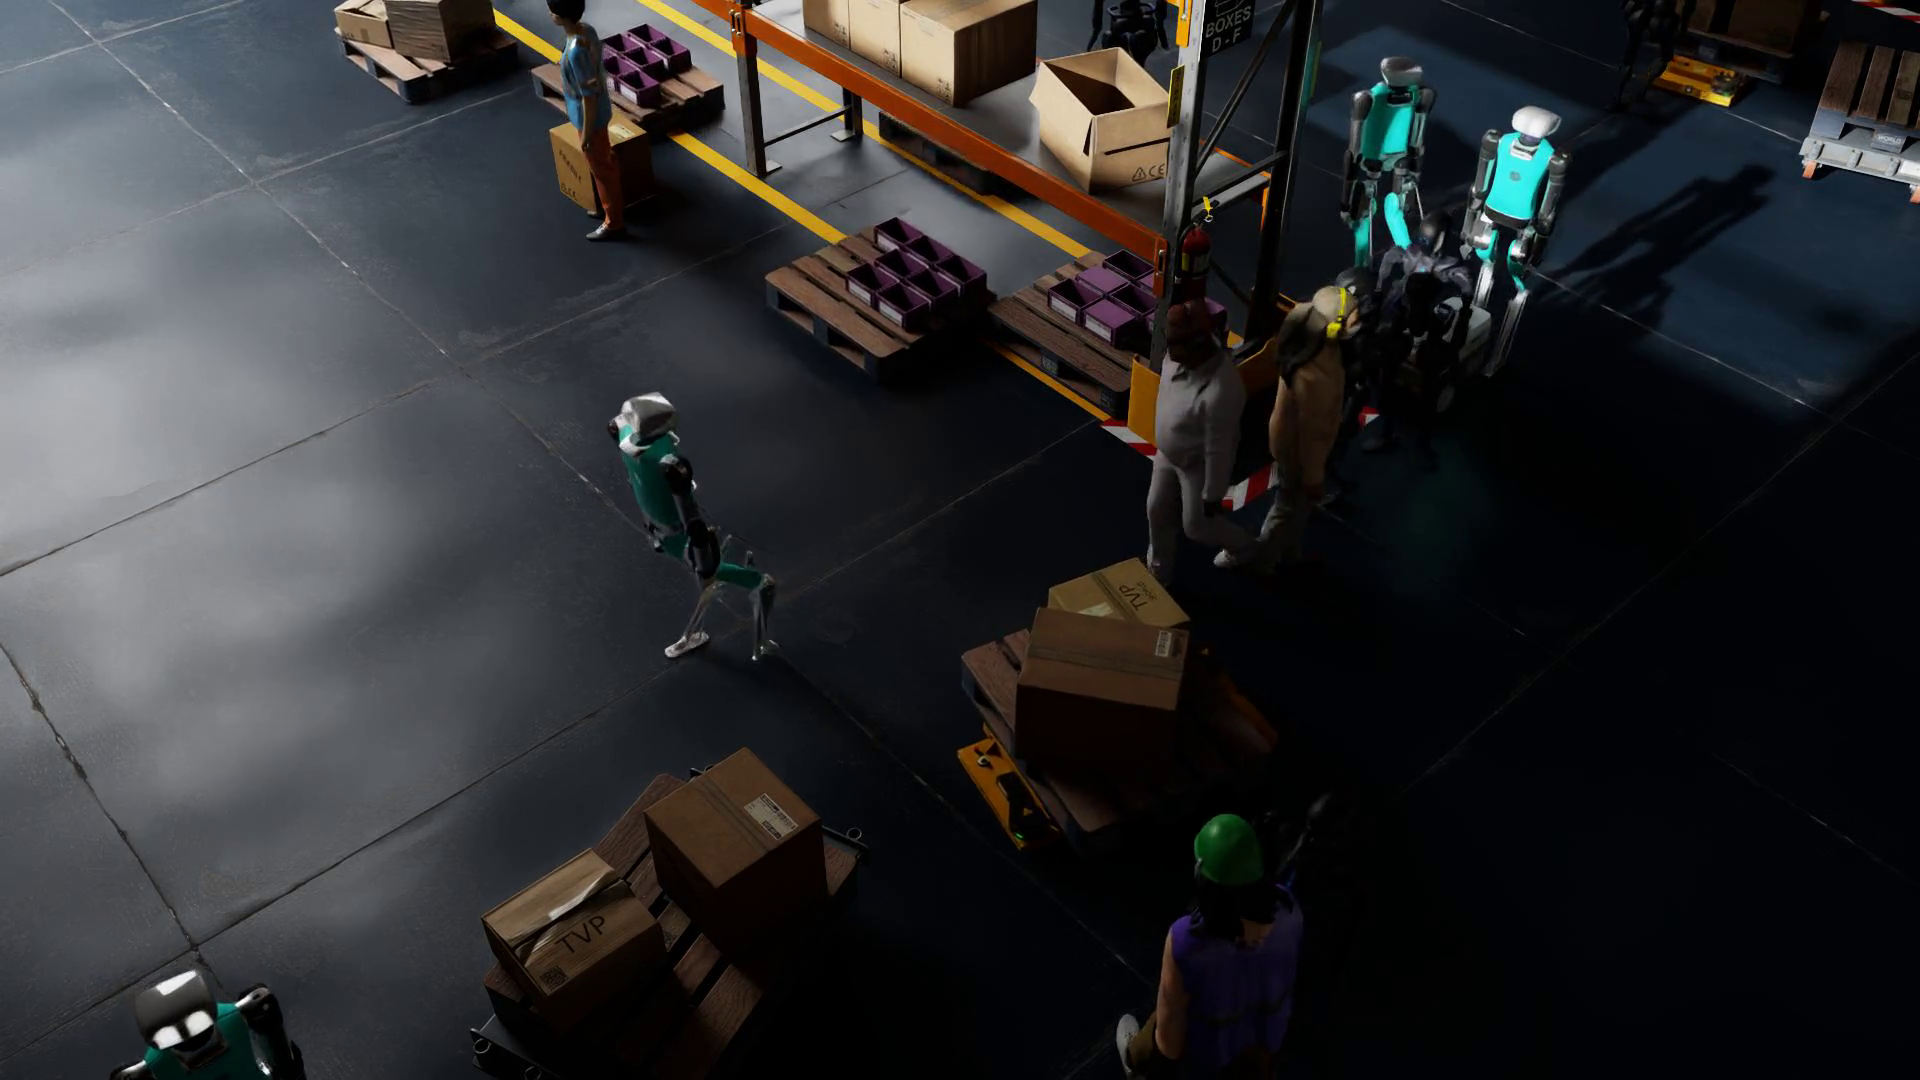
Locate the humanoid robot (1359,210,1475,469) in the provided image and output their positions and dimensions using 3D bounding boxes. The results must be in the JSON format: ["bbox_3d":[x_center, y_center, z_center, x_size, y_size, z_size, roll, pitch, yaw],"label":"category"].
[{"bbox_3d":[2.544,-1.136,9.289,0.608,1.647,0.333,23,47,23],"label":"humanoid robot"}]

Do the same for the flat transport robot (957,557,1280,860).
[{"bbox_3d":[0.769,0.977,8.032,1.431,0.231,0.659,-19,46,-20],"label":"flat transport robot"}]

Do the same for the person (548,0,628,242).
[{"bbox_3d":[-2.468,-2.821,11.058,0.315,1.763,0.494,-4,43,-4],"label":"person"}]

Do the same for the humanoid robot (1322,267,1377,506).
[{"bbox_3d":[2.019,-0.758,8.899,0.584,1.647,0.601,-11,44,-12],"label":"humanoid robot"}]

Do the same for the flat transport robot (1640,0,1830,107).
[{"bbox_3d":[6.110,-3.915,13.353,0.659,0.231,1.431,27,49,27],"label":"flat transport robot"}]

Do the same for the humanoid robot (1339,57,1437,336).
[{"bbox_3d":[2.651,-1.972,10.207,0.543,1.836,0.792,-11,44,-11],"label":"humanoid robot"}]

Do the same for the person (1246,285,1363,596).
[{"bbox_3d":[1.758,-0.492,8.452,0.465,1.862,0.579,2,43,2],"label":"person"}]

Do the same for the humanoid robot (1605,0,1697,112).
[{"bbox_3d":[5.182,-3.985,12.392,0.343,1.650,0.591,-29,50,-28],"label":"humanoid robot"}]

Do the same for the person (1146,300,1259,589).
[{"bbox_3d":[1.252,-0.442,8.400,0.754,1.869,0.655,-17,45,-17],"label":"person"}]

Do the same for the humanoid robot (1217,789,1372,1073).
[{"bbox_3d":[1.243,1.506,6.436,0.613,1.661,0.473,28,49,27],"label":"humanoid robot"}]

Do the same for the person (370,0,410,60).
[{"bbox_3d":[-4.558,-4.674,13.078,0.320,1.755,0.562,13,44,14],"label":"person"}]

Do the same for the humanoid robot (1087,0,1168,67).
[{"bbox_3d":[1.231,-3.735,12.116,0.609,1.642,0.335,-10,43,-10],"label":"humanoid robot"}]

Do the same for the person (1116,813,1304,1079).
[{"bbox_3d":[0.945,1.674,6.092,0.539,1.873,0.908,-9,43,-9],"label":"person"}]

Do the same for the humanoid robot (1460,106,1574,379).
[{"bbox_3d":[3.334,-1.851,9.995,0.542,1.760,0.669,27,49,26],"label":"humanoid robot"}]

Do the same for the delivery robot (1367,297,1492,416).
[{"bbox_3d":[2.895,-1.154,10.142,0.784,0.599,0.499,-34,52,-31],"label":"delivery robot"}]

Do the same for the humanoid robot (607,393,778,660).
[{"bbox_3d":[-1.203,-0.056,8.103,0.804,1.810,0.535,-32,52,-30],"label":"humanoid robot"}]

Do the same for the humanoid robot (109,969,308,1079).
[{"bbox_3d":[-2.585,1.990,5.859,0.541,1.790,0.845,-32,52,-30],"label":"humanoid robot"}]
